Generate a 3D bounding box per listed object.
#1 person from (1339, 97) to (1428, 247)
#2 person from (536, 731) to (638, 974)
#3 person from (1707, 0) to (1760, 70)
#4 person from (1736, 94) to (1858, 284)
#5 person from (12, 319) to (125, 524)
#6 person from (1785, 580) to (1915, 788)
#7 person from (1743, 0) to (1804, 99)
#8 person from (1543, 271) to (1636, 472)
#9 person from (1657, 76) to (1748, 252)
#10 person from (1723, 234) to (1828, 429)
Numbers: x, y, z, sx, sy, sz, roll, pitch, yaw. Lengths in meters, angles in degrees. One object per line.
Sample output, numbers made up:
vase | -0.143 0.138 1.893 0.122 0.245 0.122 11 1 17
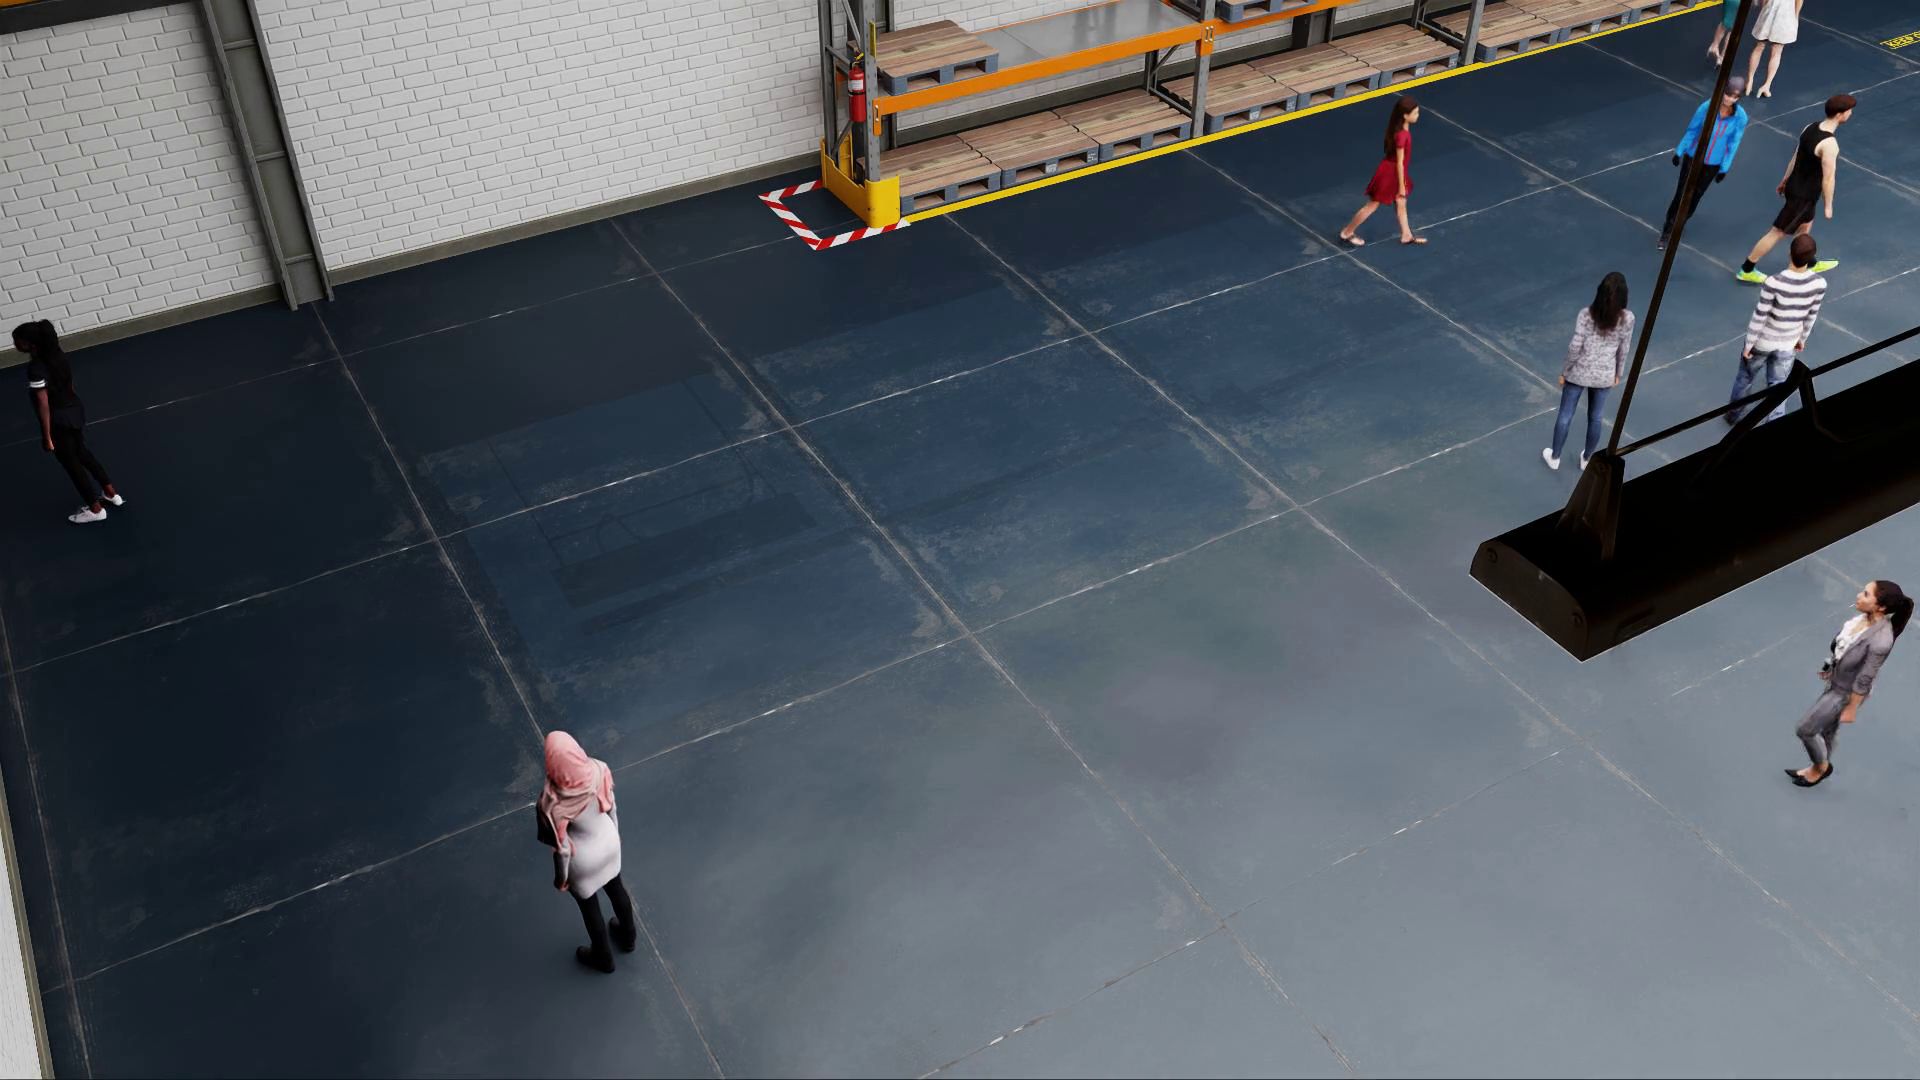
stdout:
person | 4.048 -3.484 15.919 1.119 1.511 0.994 6 39 7
person | -2.043 1.720 9.168 0.764 1.803 0.637 29 47 31
person | 8.990 -6.254 19.260 0.638 1.670 0.689 -16 41 -19
person | 7.642 -3.167 15.260 1.280 1.837 1.100 1 39 2
person | -6.739 -0.892 12.499 0.761 1.730 0.749 1 39 1
person | 5.542 0.943 10.253 0.797 1.663 0.728 12 40 14
person | 9.177 -5.854 18.675 0.722 1.774 0.730 31 48 33
person | 4.936 -1.315 13.026 0.664 1.731 0.755 5 39 6
person | 7.131 -3.647 15.909 0.888 1.778 0.945 20 43 23
person | 6.502 -1.531 13.218 1.097 1.829 1.107 5 39 6
